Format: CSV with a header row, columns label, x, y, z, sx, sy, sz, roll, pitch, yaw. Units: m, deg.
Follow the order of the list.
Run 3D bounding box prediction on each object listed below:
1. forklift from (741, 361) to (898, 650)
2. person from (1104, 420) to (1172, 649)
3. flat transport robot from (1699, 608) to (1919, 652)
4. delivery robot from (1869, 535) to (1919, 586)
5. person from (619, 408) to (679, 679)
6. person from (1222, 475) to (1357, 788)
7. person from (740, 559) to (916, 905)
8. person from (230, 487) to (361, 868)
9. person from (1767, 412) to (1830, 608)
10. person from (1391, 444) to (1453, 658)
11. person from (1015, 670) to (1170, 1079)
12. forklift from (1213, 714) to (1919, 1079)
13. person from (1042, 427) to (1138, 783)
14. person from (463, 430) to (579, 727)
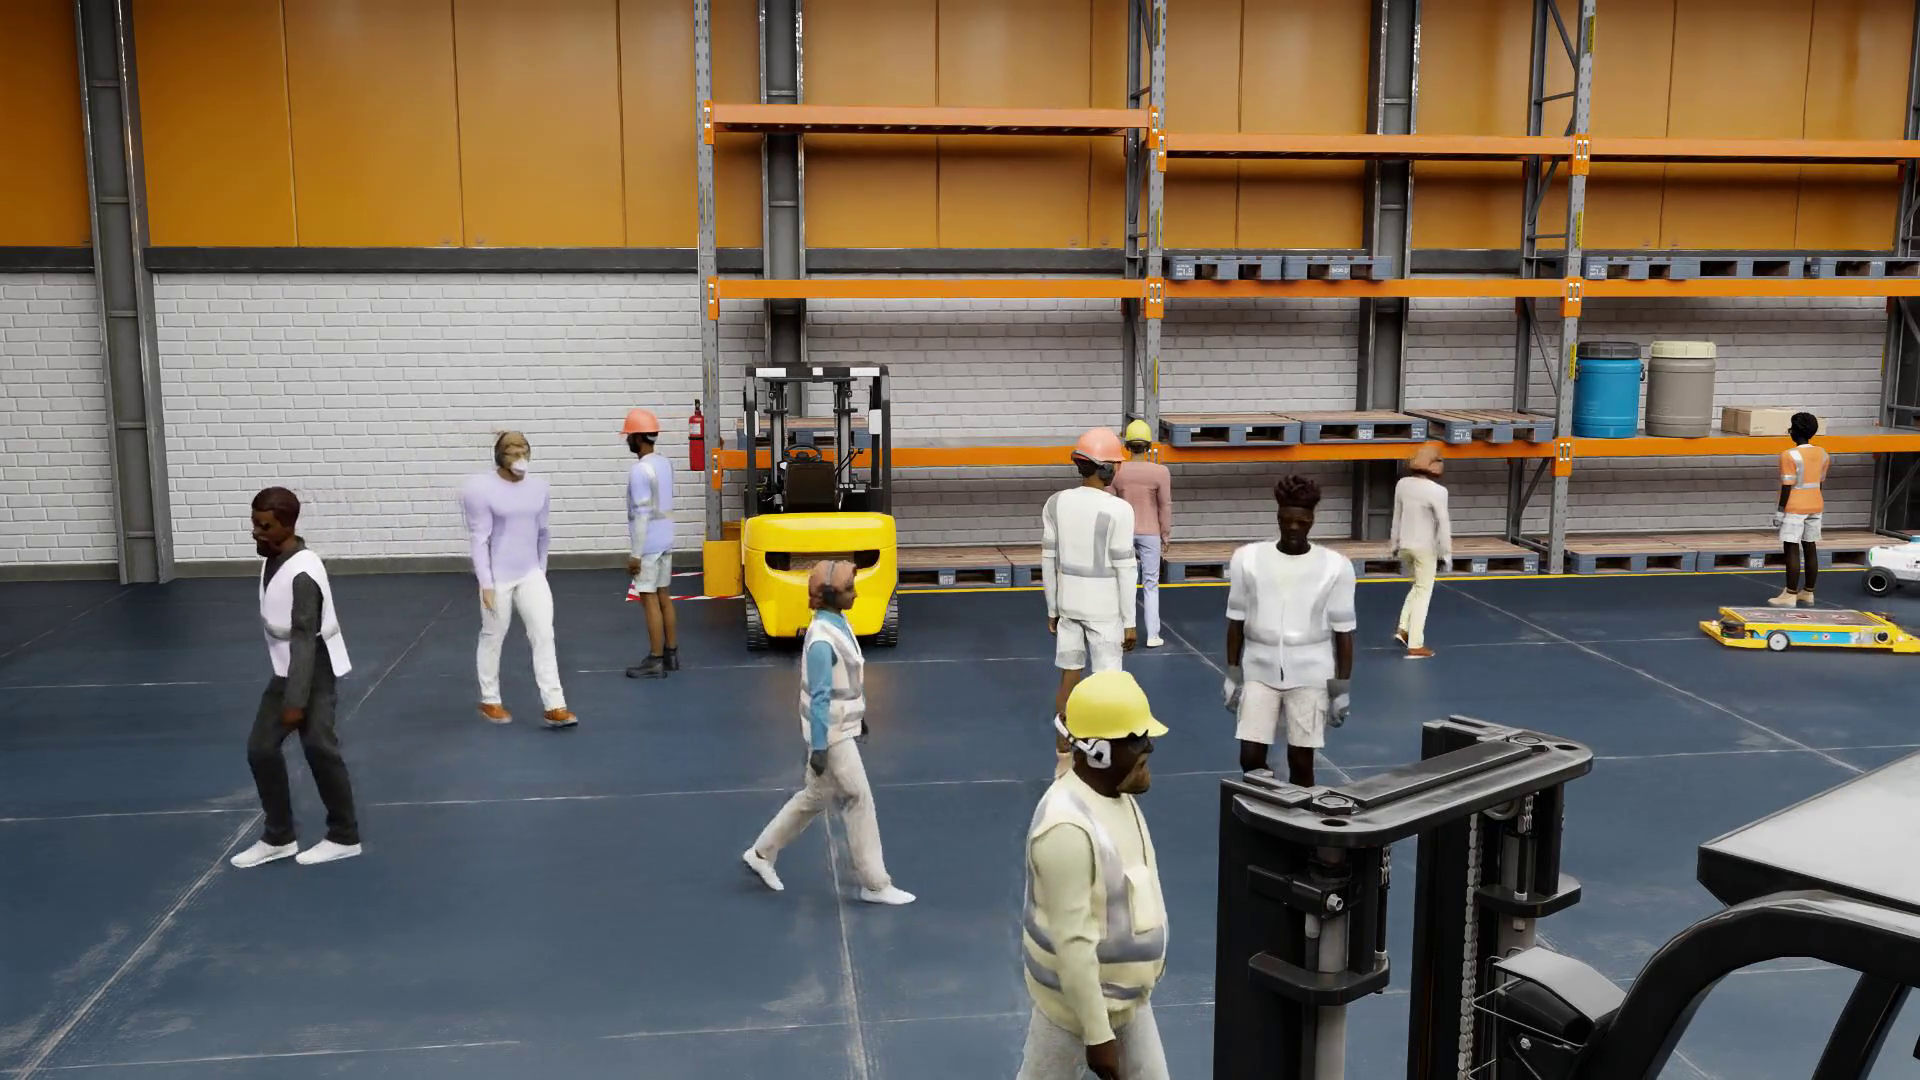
label,x,y,z,sx,sy,sz,roll,pitch,yaw
forklift,-1.154,-0.340,13.365,1.214,2.155,2.313,-1,9,-7
person,1.365,-0.040,12.815,0.530,1.772,0.302,2,9,11
flat transport robot,6.604,0.686,12.943,1.431,0.197,0.652,1,9,8
delivery robot,8.507,0.201,14.799,0.707,0.478,0.477,8,12,41
person,-2.237,0.025,11.887,0.372,1.935,0.551,2,9,13
person,1.557,0.653,7.921,0.630,1.946,0.423,3,10,18
person,-0.628,0.873,7.601,0.779,1.610,0.512,0,9,-1
person,-3.240,0.680,7.948,0.741,1.885,0.626,-6,11,-35
person,7.254,-0.255,14.382,0.533,1.697,0.322,-4,10,-25
person,3.485,0.083,12.503,0.363,1.619,0.525,-5,10,-27
person,0.318,1.243,4.735,0.908,1.801,0.580,4,10,23
forklift,1.441,1.425,2.350,1.214,2.155,2.313,-7,12,-39
person,0.750,0.385,9.309,0.615,2.041,0.392,8,12,41
person,-2.775,0.267,10.497,0.947,1.901,0.649,9,13,44
